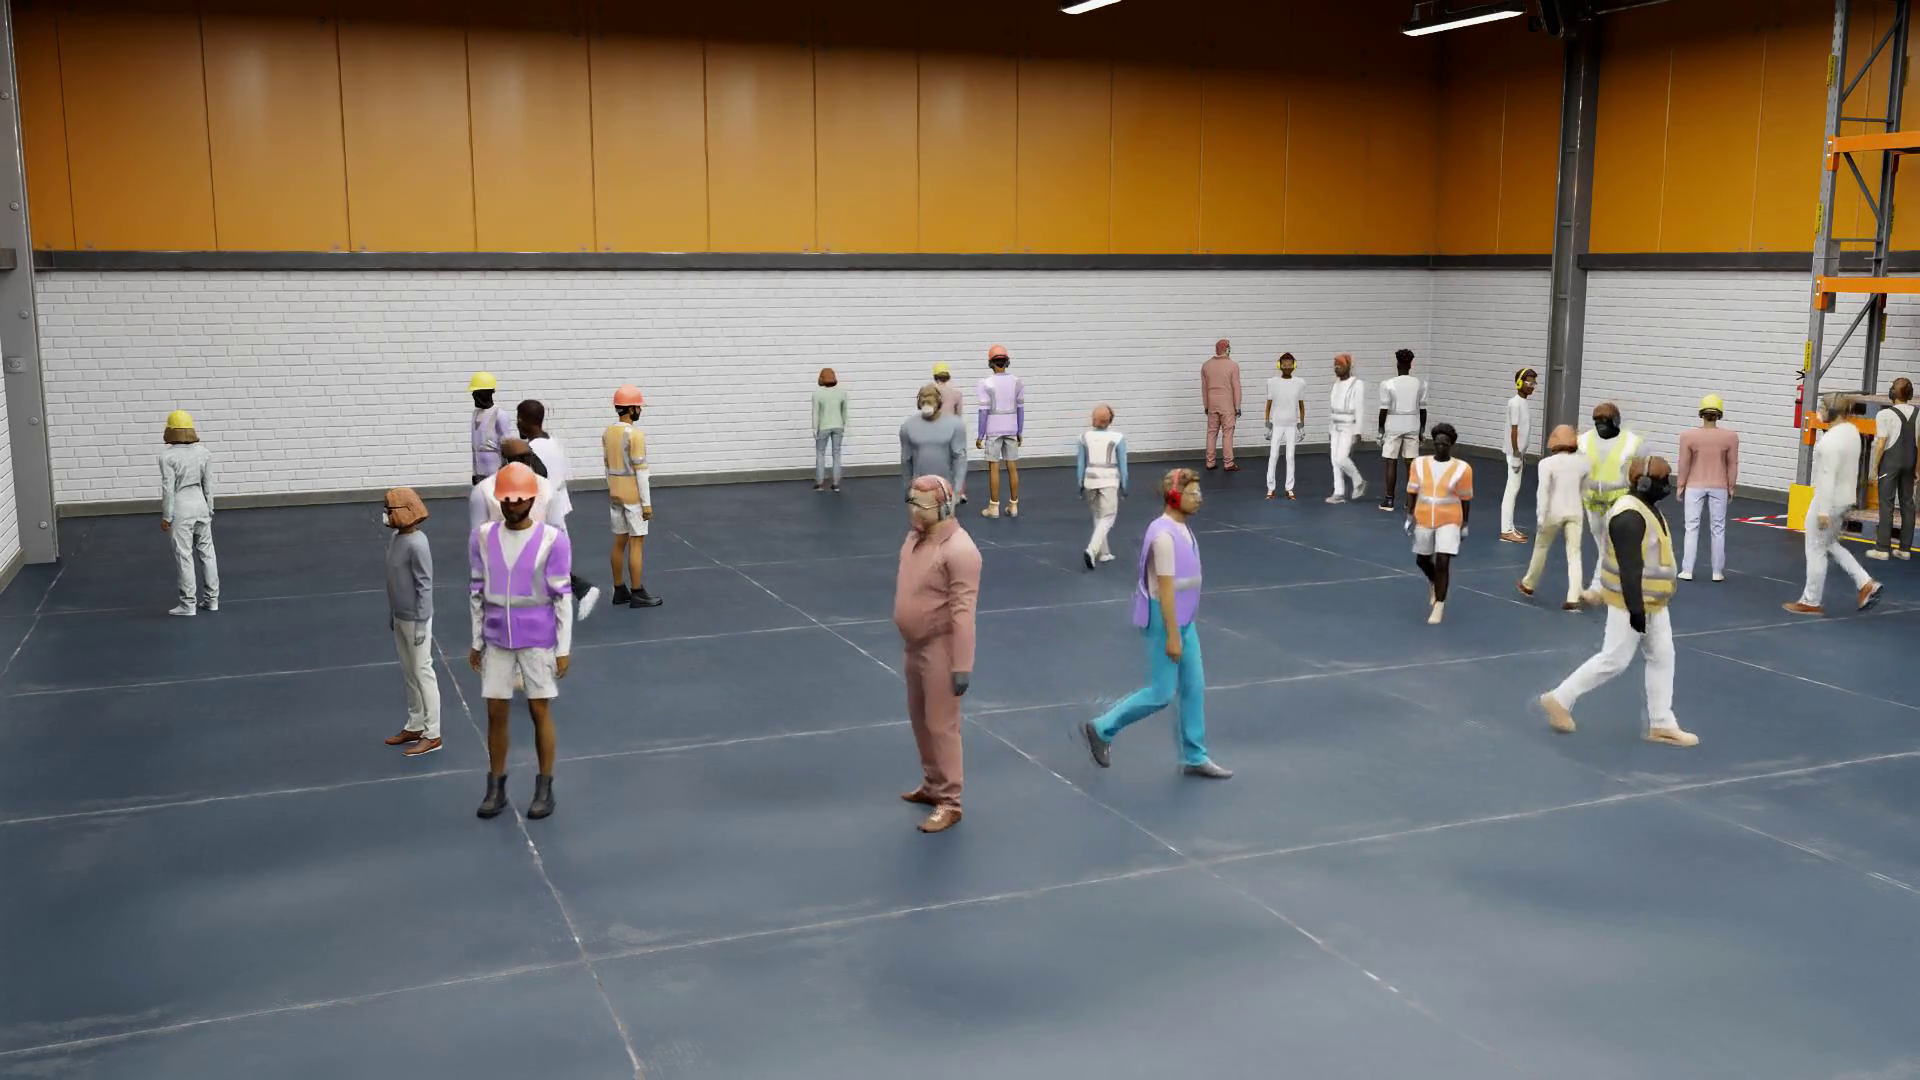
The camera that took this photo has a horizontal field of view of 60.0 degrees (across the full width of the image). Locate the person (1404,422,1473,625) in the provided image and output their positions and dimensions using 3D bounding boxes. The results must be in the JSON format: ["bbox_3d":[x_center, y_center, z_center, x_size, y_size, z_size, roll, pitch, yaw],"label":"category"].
[{"bbox_3d":[4.032,-0.168,13.954,0.532,1.673,0.702,6,11,32],"label":"person"}]

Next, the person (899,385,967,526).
[{"bbox_3d":[-0.252,-0.461,15.125,0.632,1.884,1.004,1,9,5],"label":"person"}]

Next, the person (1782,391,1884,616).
[{"bbox_3d":[7.352,-0.289,13.944,0.642,1.927,0.647,-9,13,-43],"label":"person"}]

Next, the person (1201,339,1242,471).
[{"bbox_3d":[3.801,-1.948,24.042,0.642,1.913,0.409,8,12,40],"label":"person"}]

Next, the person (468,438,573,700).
[{"bbox_3d":[-2.952,0.207,11.327,0.654,1.789,0.945,-8,12,-40],"label":"person"}]

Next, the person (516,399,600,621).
[{"bbox_3d":[-3.271,-0.185,13.372,0.539,1.903,0.607,-1,9,-5],"label":"person"}]

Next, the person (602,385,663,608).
[{"bbox_3d":[-2.858,-0.378,14.442,0.545,1.939,0.354,9,13,43],"label":"person"}]

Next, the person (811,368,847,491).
[{"bbox_3d":[-1.724,-1.457,21.926,0.515,1.629,0.360,-4,10,-21],"label":"person"}]

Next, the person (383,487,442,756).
[{"bbox_3d":[-3.356,0.486,10.127,0.278,1.632,0.507,-7,12,-38],"label":"person"}]

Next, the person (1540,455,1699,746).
[{"bbox_3d":[4.140,0.363,10.344,0.860,1.810,0.622,7,12,37],"label":"person"}]

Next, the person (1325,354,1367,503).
[{"bbox_3d":[4.789,-1.379,20.698,0.470,1.871,0.590,-5,10,-27],"label":"person"}]

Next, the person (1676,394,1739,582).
[{"bbox_3d":[6.993,-0.482,15.592,0.523,1.769,0.313,3,10,17],"label":"person"}]

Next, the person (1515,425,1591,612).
[{"bbox_3d":[5.187,-0.206,14.456,0.497,1.585,0.886,-1,9,-6],"label":"person"}]

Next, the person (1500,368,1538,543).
[{"bbox_3d":[6.016,-0.911,17.901,0.330,1.865,0.518,4,10,24],"label":"person"}]

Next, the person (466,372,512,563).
[{"bbox_3d":[-4.636,-0.691,16.368,0.594,1.925,0.369,9,13,43],"label":"person"}]

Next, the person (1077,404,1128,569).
[{"bbox_3d":[1.376,-0.531,16.328,0.520,1.610,0.760,6,11,32],"label":"person"}]

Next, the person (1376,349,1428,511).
[{"bbox_3d":[5.339,-1.329,20.115,0.613,1.964,0.361,-1,9,-4],"label":"person"}]

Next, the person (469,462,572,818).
[{"bbox_3d":[-2.371,0.535,8.943,0.564,1.929,0.389,1,9,5],"label":"person"}]

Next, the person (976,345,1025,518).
[{"bbox_3d":[0.462,-1.274,19.584,0.605,2.034,0.392,-4,10,-25],"label":"person"}]

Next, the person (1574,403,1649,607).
[{"bbox_3d":[5.689,-0.322,14.593,0.641,1.787,0.998,8,13,41],"label":"person"}]

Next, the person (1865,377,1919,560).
[{"bbox_3d":[9.422,-0.712,16.747,0.505,1.846,0.347,0,9,-3],"label":"person"}]

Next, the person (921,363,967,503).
[{"bbox_3d":[-0.196,-1.311,20.653,0.647,1.760,0.451,-3,10,-19],"label":"person"}]

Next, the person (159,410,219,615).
[{"bbox_3d":[-6.583,-0.233,14.149,0.300,1.743,0.493,5,10,26],"label":"person"}]

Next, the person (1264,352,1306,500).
[{"bbox_3d":[4.122,-1.441,21.083,0.512,1.874,0.330,1,9,8],"label":"person"}]

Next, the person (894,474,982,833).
[{"bbox_3d":[-0.174,0.584,8.825,0.416,1.884,0.776,-5,11,-28],"label":"person"}]

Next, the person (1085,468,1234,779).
[{"bbox_3d":[1.169,0.482,9.584,0.779,1.825,0.566,4,10,23],"label":"person"}]
